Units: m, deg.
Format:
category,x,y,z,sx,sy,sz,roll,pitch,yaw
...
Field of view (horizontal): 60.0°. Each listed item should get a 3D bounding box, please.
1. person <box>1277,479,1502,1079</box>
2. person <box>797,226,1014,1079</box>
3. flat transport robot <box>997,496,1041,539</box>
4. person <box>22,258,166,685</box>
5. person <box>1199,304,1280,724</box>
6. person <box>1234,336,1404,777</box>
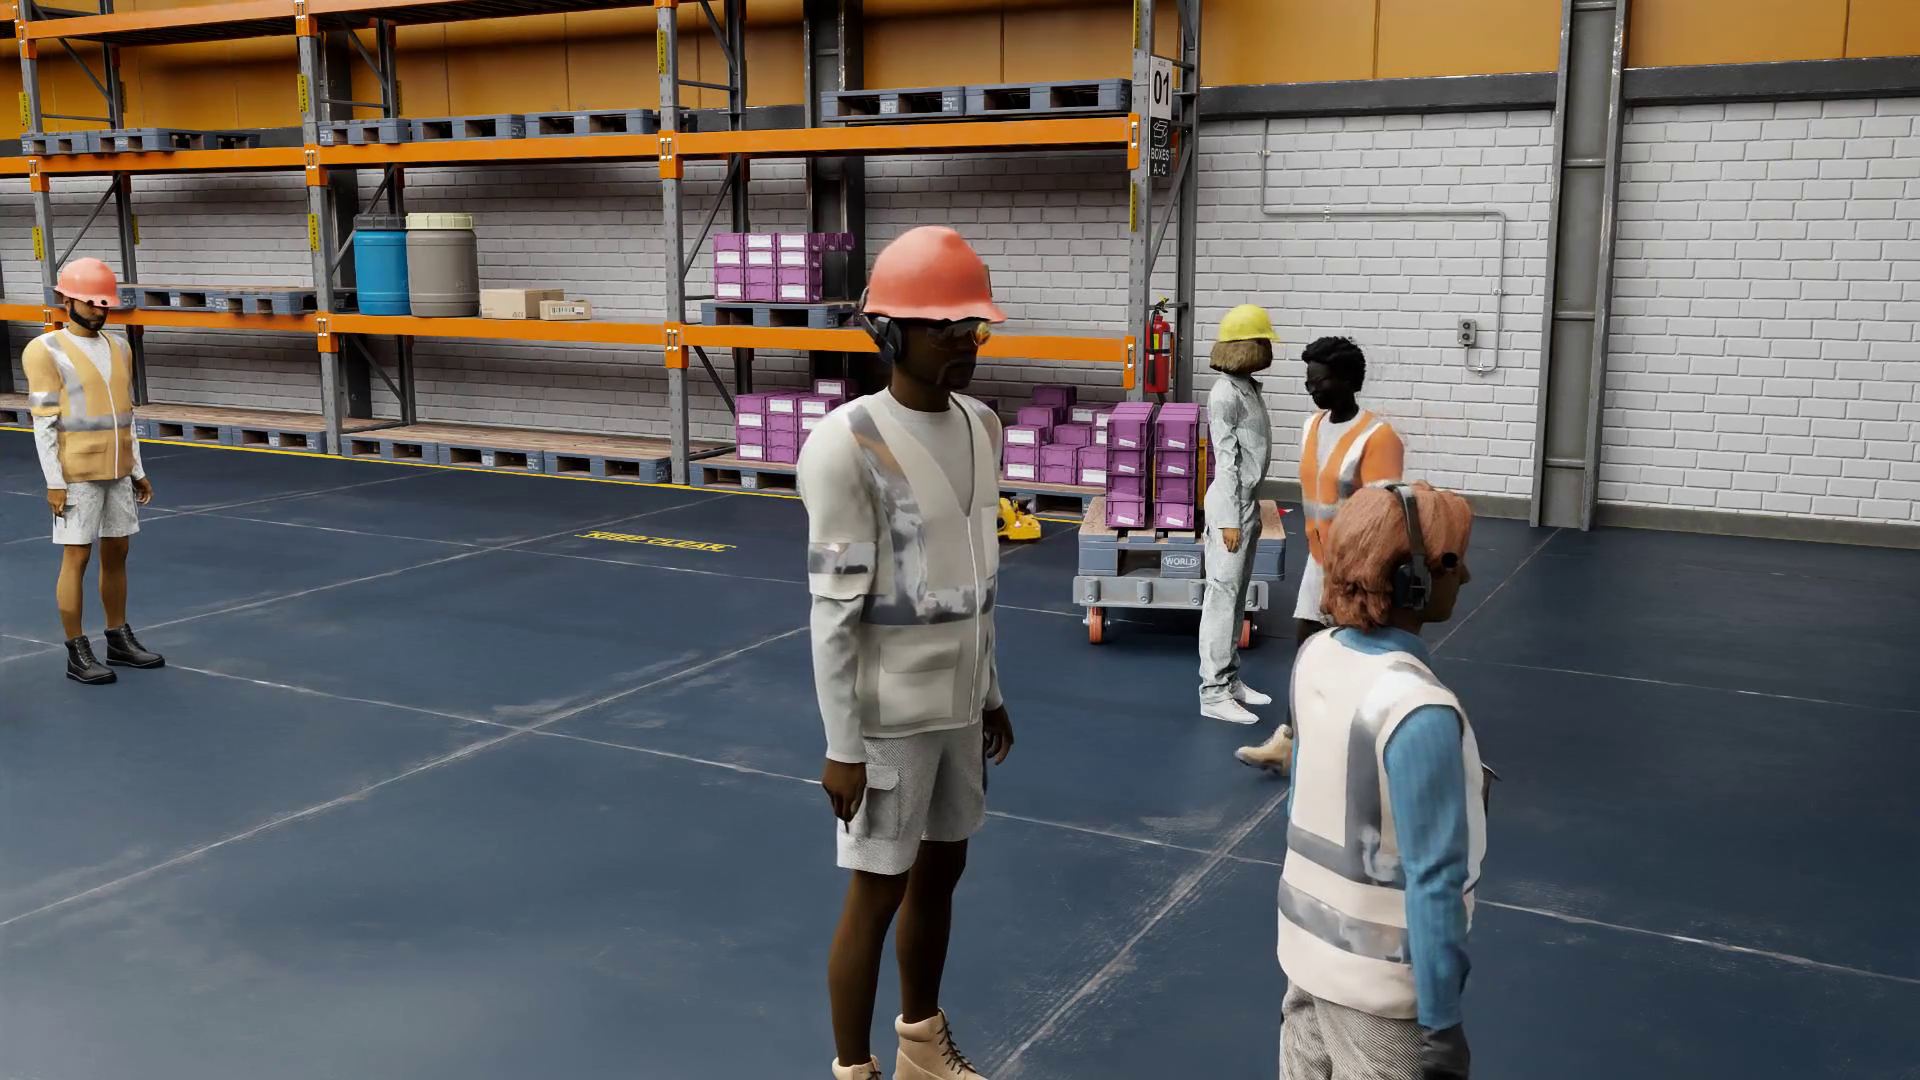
category,x,y,z,sx,sy,sz,roll,pitch,yaw
person,0.677,0.717,2.735,0.313,1.642,0.513,-2,10,-10
person,-0.069,0.355,3.623,0.390,2.041,0.614,7,13,35
flat transport robot,-0.201,-0.152,11.260,1.431,0.197,0.652,-1,10,-5
person,-3.944,-0.316,7.619,0.374,1.928,0.543,4,11,20
person,1.181,-0.115,7.014,0.288,1.746,0.487,4,11,21
person,1.412,0.077,6.176,0.846,1.639,0.637,-6,12,-28
